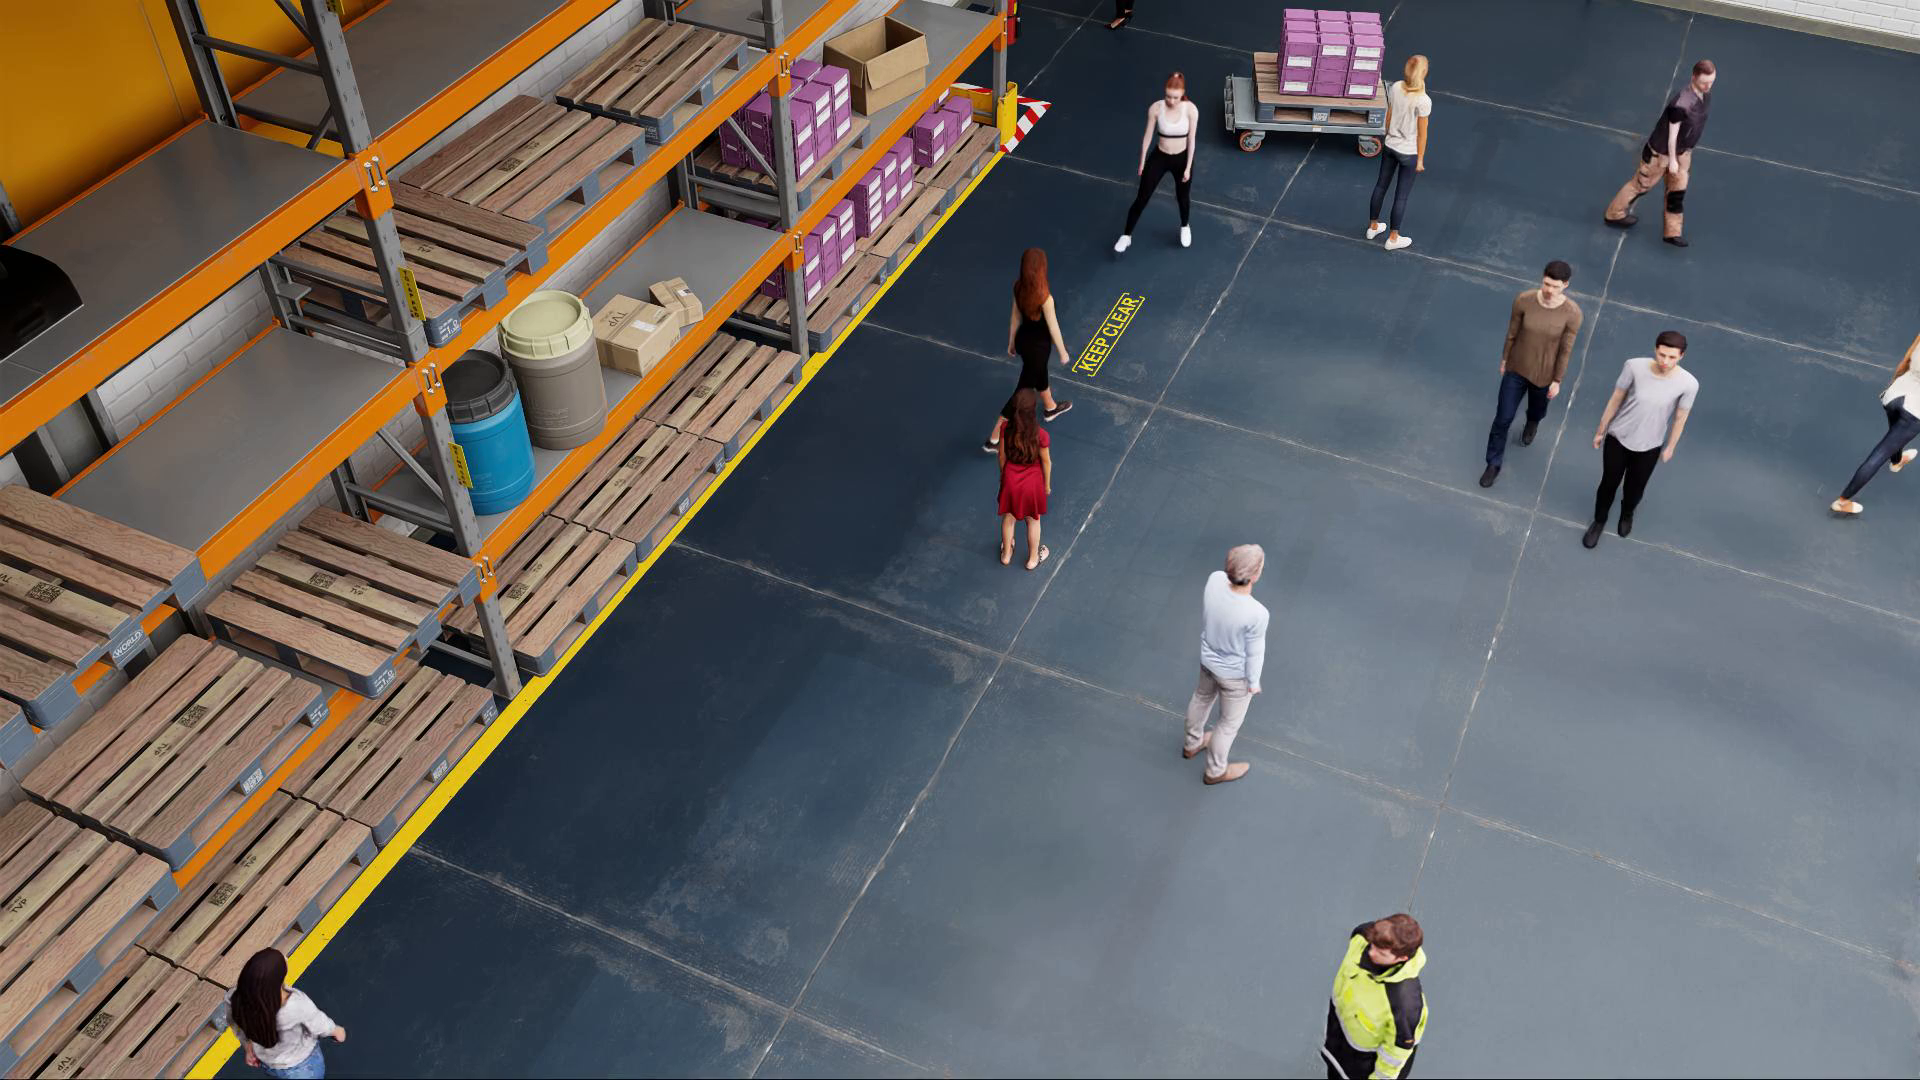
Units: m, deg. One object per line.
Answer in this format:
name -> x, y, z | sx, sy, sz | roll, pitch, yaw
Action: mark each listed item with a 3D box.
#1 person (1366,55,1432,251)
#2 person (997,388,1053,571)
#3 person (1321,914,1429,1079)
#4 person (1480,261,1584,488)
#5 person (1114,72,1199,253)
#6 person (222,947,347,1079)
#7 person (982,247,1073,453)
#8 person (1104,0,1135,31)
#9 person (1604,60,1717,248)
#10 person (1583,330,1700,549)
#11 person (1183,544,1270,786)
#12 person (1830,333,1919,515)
person -> 3.826, -3.369, 14.431 | 0.666, 1.809, 0.665 | -26, 50, -25
person -> 0.437, -0.425, 11.528 | 0.565, 1.551, 0.627 | 13, 45, 13
person -> 2.037, 2.430, 8.222 | 0.925, 1.977, 0.822 | -8, 44, -8
person -> 4.236, -1.288, 12.208 | 0.647, 1.863, 1.112 | 18, 46, 18
person -> 1.770, -3.251, 14.376 | 0.941, 1.715, 0.900 | 5, 44, 5
person -> -3.355, 2.646, 8.262 | 0.698, 1.609, 0.742 | 7, 44, 7
person -> 0.471, -1.373, 12.425 | 1.203, 1.686, 0.991 | -24, 48, -23
person -> 1.727, -6.206, 17.517 | 0.678, 1.660, 0.505 | 22, 48, 22
person -> 6.140, -3.447, 14.536 | 1.130, 1.777, 1.092 | -35, 53, -31
person -> 4.749, -0.746, 11.644 | 0.729, 1.855, 0.744 | 25, 49, 24
person -> 1.604, 0.754, 10.044 | 0.761, 1.891, 0.741 | -23, 48, -22
person -> 6.735, -0.909, 11.935 | 1.279, 1.690, 1.099 | -18, 47, -18
